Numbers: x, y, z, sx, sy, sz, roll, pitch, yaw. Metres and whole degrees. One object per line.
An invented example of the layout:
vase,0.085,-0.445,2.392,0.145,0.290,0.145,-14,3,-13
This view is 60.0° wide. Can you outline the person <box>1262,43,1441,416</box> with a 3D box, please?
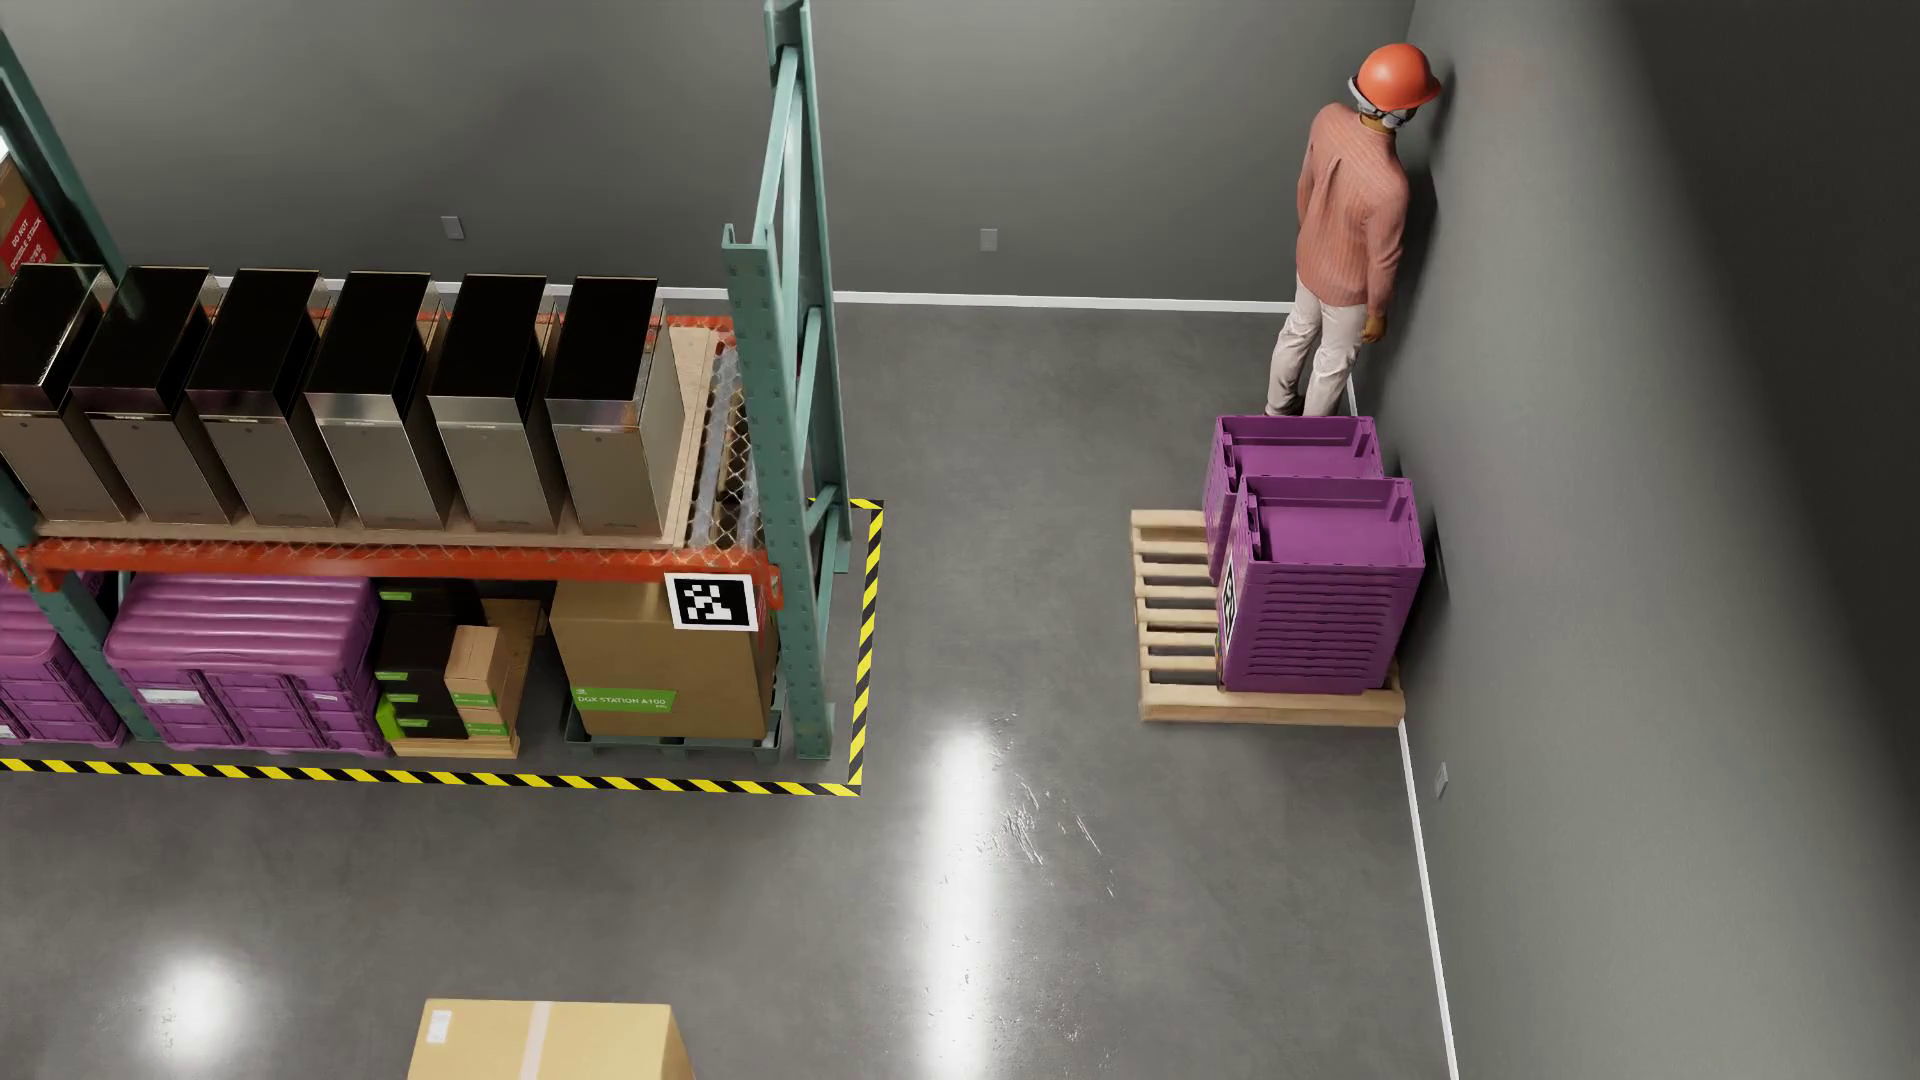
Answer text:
person,1.507,-1.064,6.494,0.383,1.996,0.609,-17,54,-13
